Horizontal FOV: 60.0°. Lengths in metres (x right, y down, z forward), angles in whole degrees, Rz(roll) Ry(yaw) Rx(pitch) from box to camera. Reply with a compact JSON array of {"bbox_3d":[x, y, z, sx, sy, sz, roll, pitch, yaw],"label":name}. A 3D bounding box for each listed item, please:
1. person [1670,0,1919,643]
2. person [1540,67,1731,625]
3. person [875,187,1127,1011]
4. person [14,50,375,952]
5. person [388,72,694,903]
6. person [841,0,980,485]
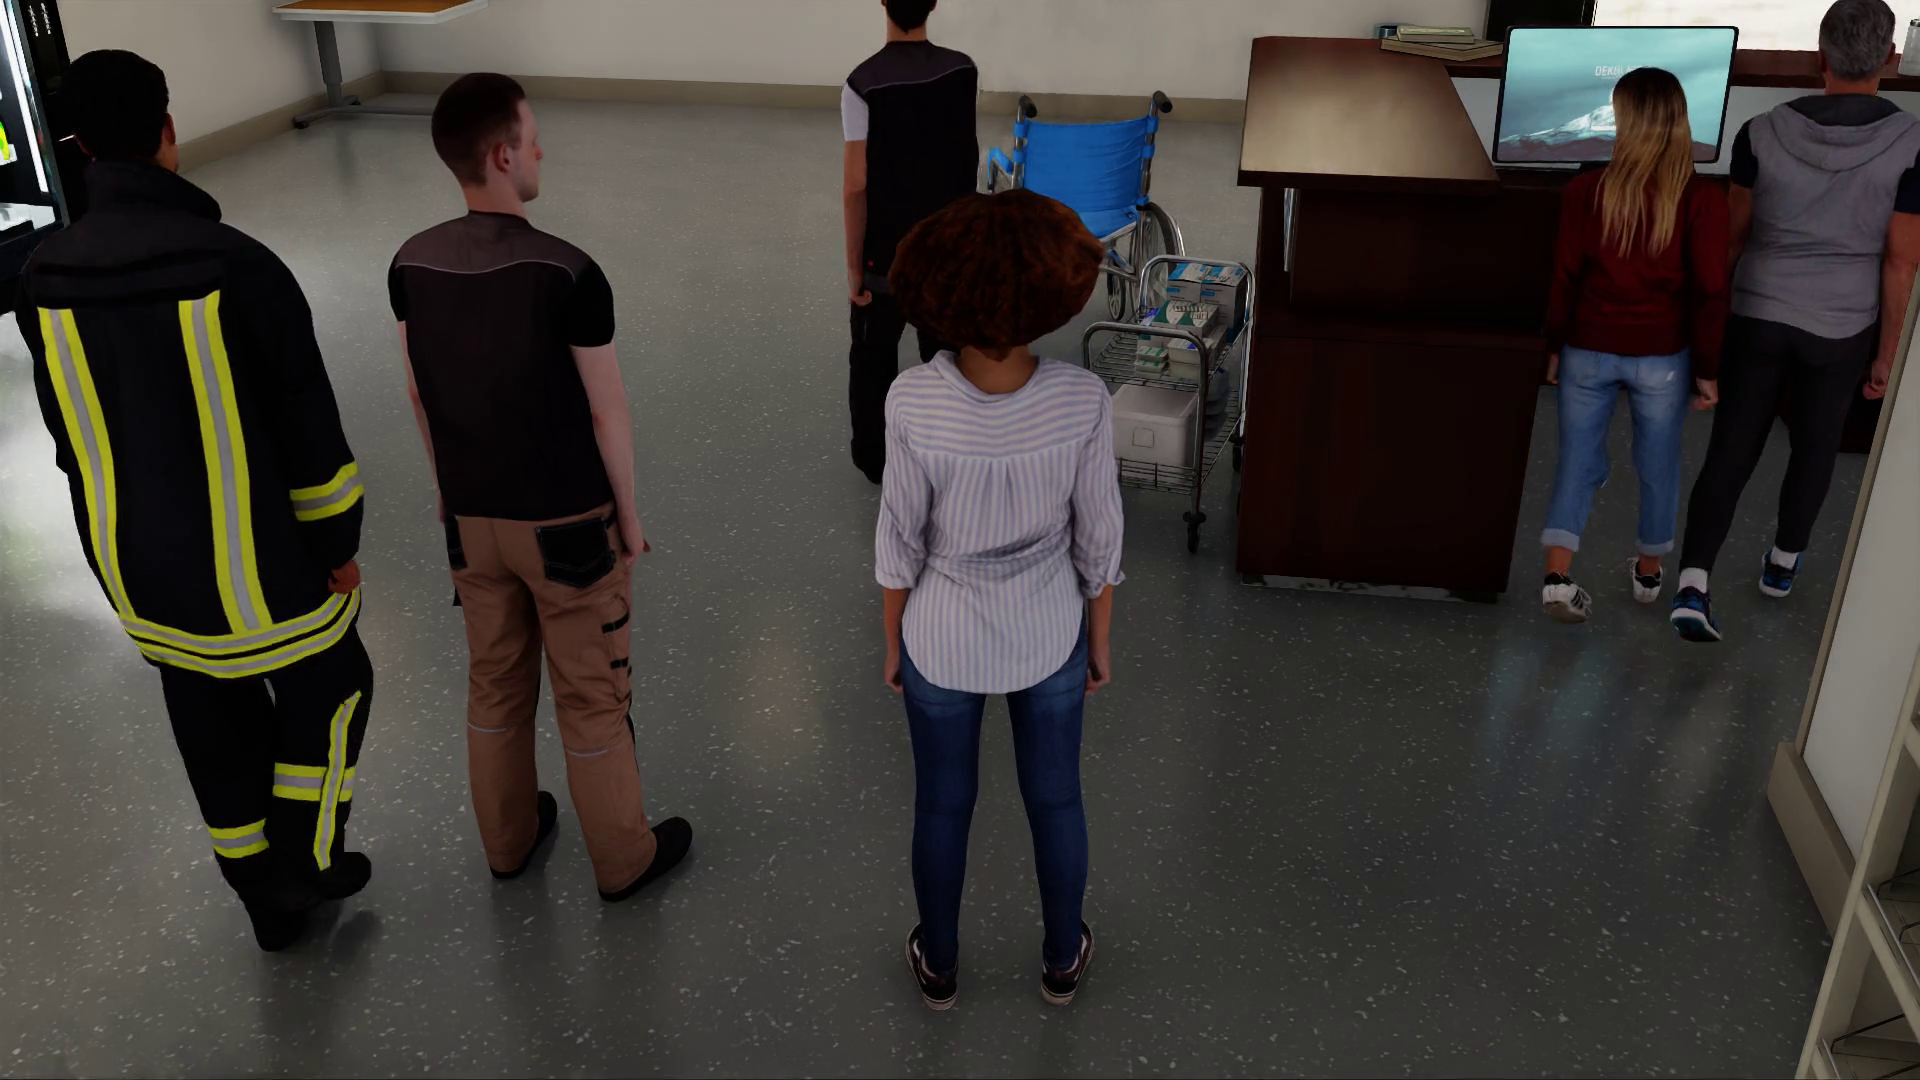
[{"bbox_3d":[2.294,-0.535,4.630,1.000,1.786,1.283,16,30,30],"label":"person"},{"bbox_3d":[1.877,-0.491,4.755,0.767,1.597,0.960,12,28,24],"label":"person"},{"bbox_3d":[0.067,0.166,3.261,0.687,1.712,0.648,0,26,-1],"label":"person"},{"bbox_3d":[-1.529,0.028,3.325,0.828,1.905,0.700,2,26,5],"label":"person"},{"bbox_3d":[-0.937,-0.068,3.598,0.719,1.840,0.645,9,27,17],"label":"person"},{"bbox_3d":[-0.106,-0.909,5.377,1.003,1.811,1.234,-9,27,-18],"label":"person"}]
